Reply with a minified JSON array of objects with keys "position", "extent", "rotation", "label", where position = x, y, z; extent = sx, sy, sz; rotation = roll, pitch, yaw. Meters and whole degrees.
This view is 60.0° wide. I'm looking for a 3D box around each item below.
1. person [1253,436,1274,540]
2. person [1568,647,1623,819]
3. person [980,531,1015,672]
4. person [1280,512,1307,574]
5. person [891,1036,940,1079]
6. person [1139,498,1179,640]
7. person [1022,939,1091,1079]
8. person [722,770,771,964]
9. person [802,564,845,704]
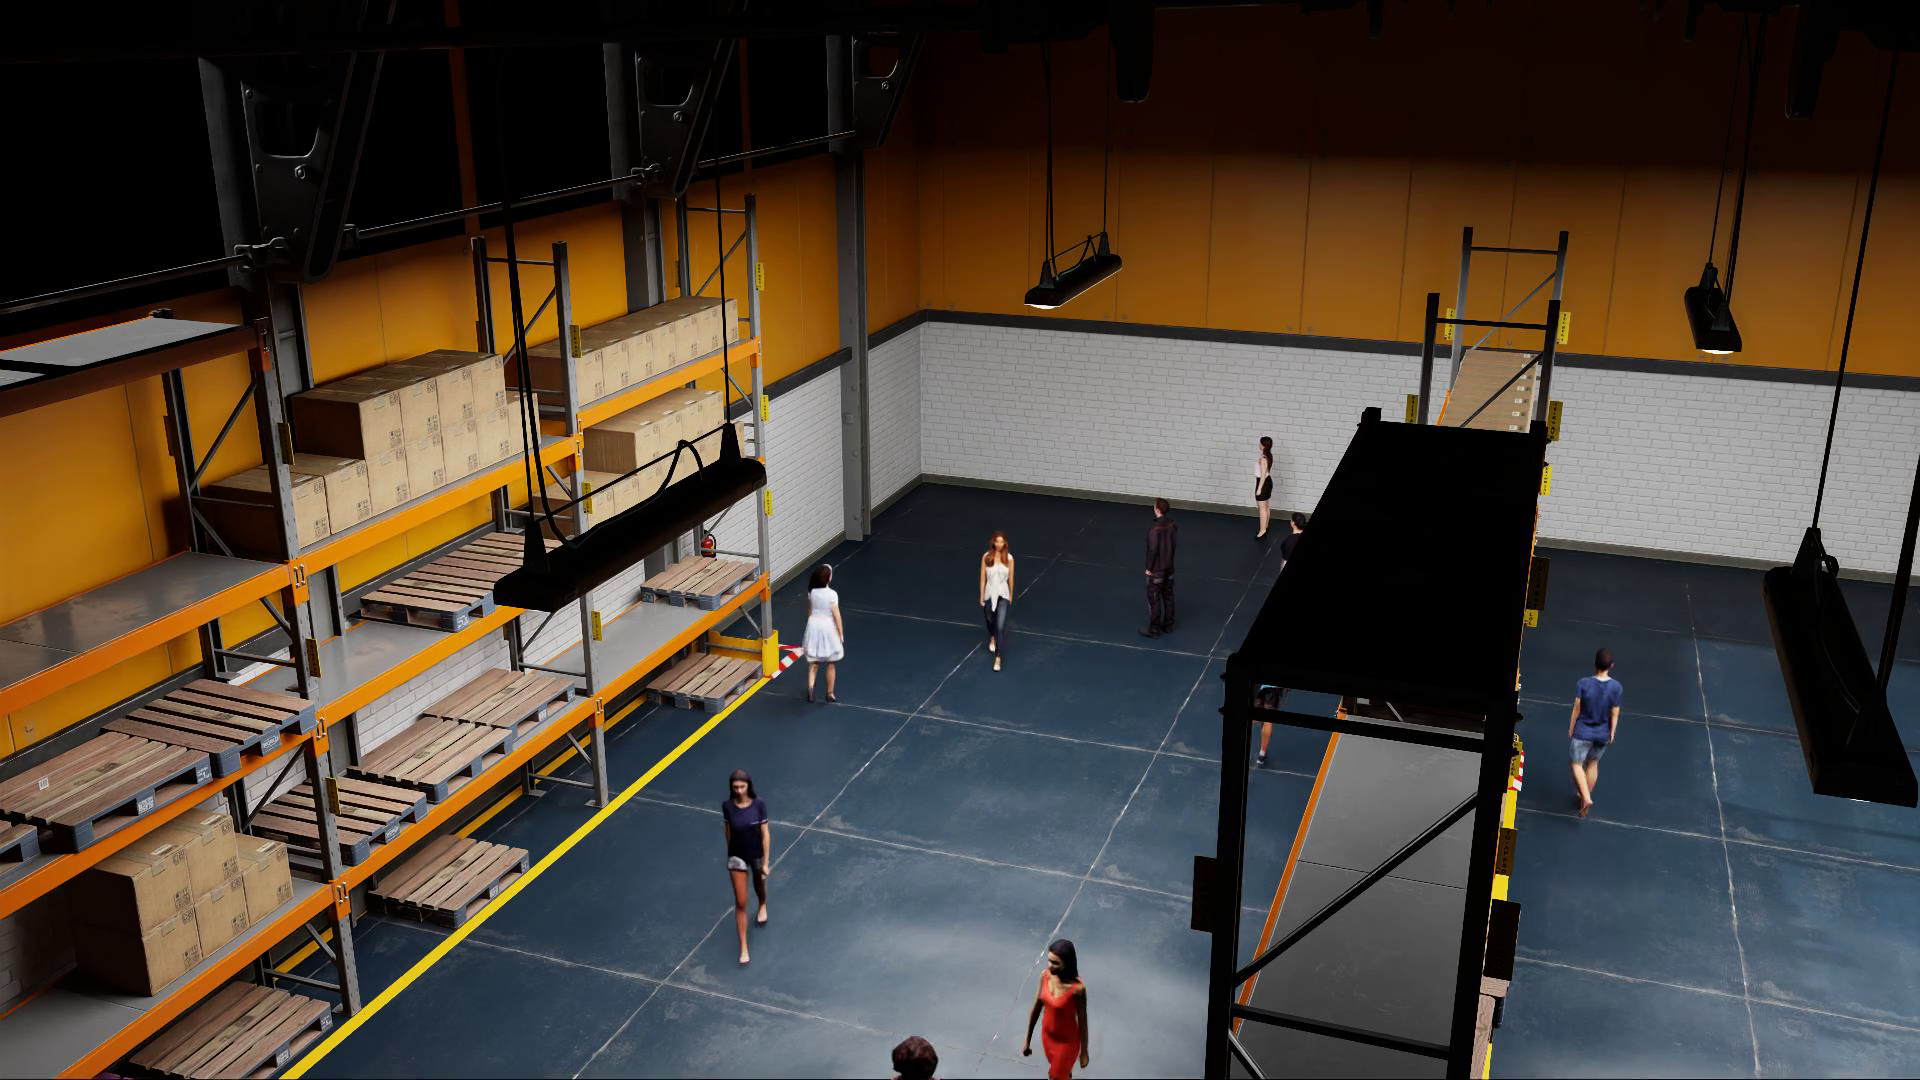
[{"position":[4.763,-0.827,26.082],"extent":[0.621,1.649,0.457],"rotation":[8,20,22],"label":"person"},{"position":[6.582,2.036,17.299],"extent":[0.765,1.828,1.012],"rotation":[2,19,7],"label":"person"},{"position":[0.455,0.720,21.325],"extent":[0.755,1.752,1.146],"rotation":[2,19,6],"label":"person"},{"position":[4.465,0.476,22.041],"extent":[0.730,1.759,0.830],"rotation":[-15,24,-38],"label":"person"},{"position":[-0.272,4.088,11.296],"extent":[0.650,1.771,0.728],"rotation":[1,19,3],"label":"person"},{"position":[2.668,0.358,22.145],"extent":[0.714,1.915,0.839],"rotation":[-15,24,-37],"label":"person"},{"position":[0.812,3.735,12.469],"extent":[0.879,1.692,1.072],"rotation":[17,25,41],"label":"person"},{"position":[-1.890,2.848,15.055],"extent":[0.900,1.722,1.206],"rotation":[-1,19,-4],"label":"person"},{"position":[-1.669,1.174,19.890],"extent":[0.711,1.807,0.781],"rotation":[8,20,22],"label":"person"}]
